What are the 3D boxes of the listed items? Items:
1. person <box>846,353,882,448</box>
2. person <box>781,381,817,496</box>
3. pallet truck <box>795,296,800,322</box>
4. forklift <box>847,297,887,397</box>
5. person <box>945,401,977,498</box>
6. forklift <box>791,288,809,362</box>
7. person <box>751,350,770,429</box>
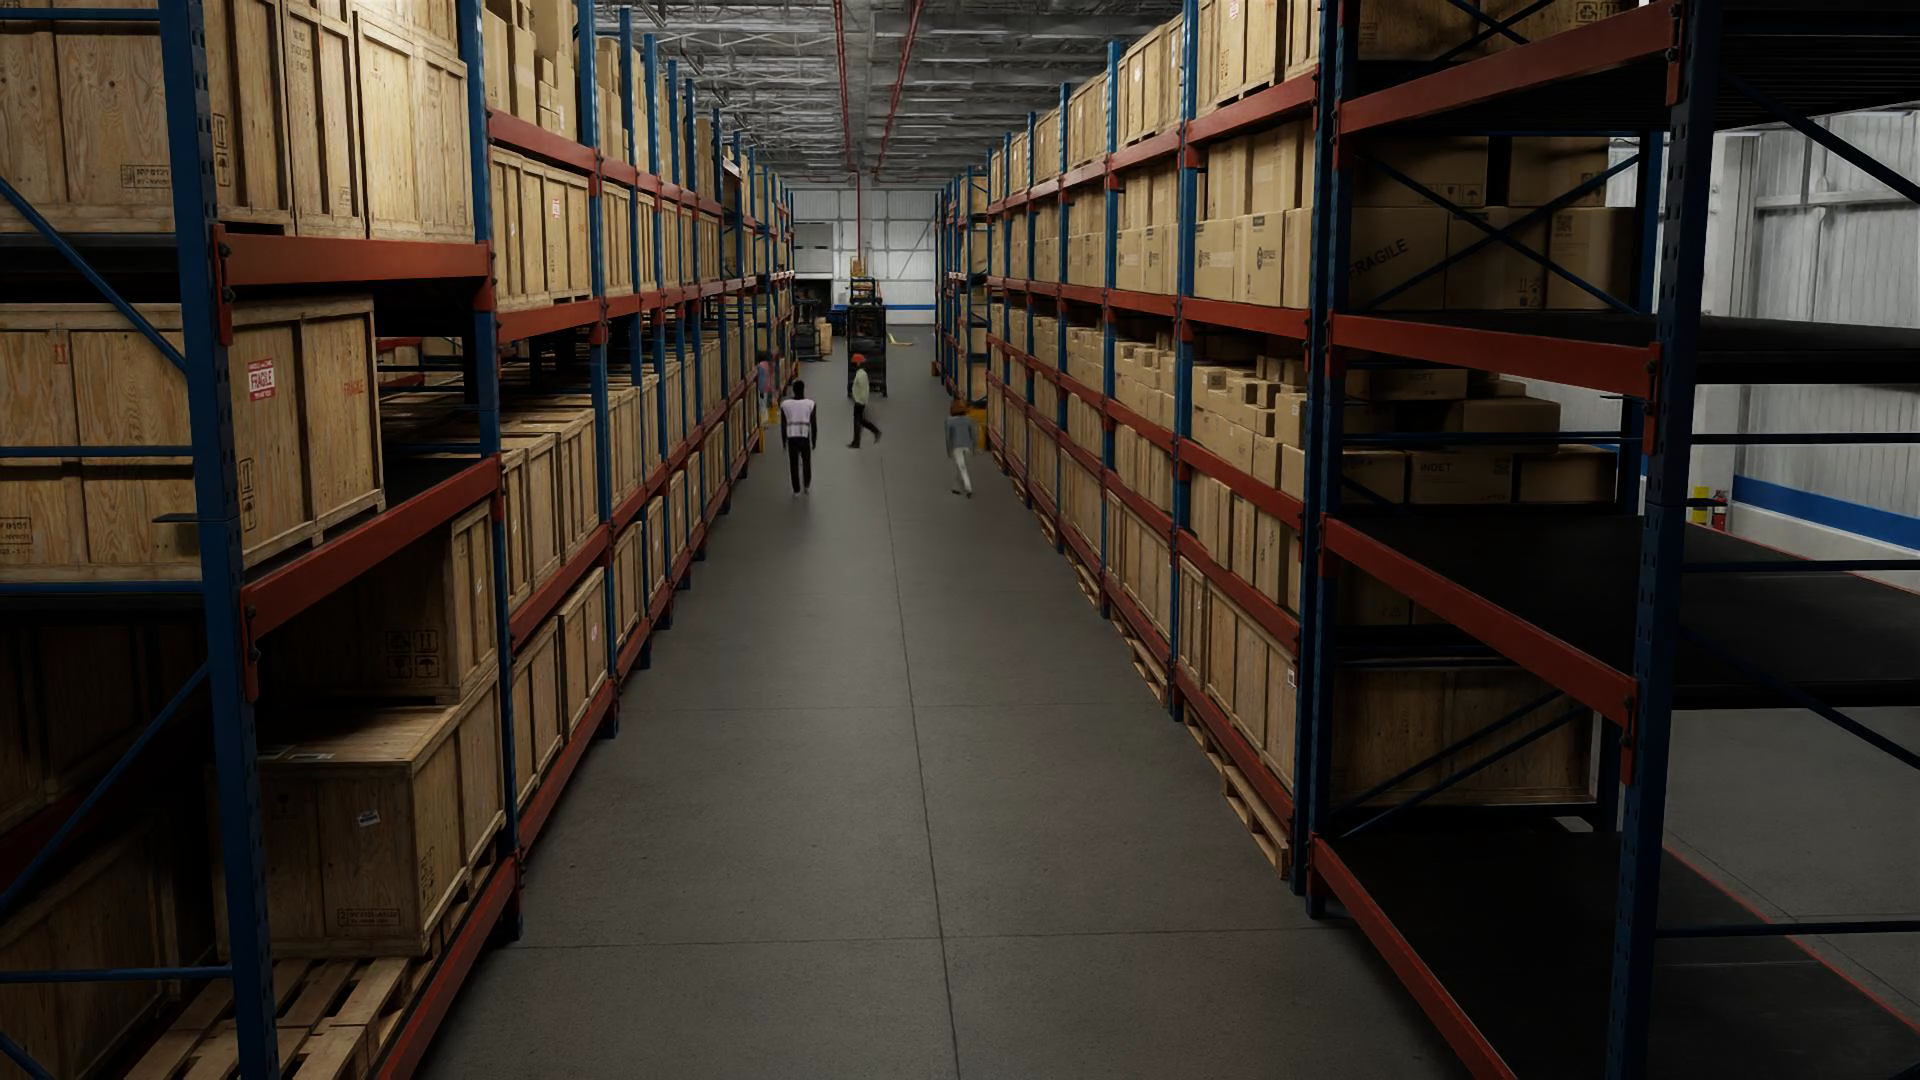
[{"bbox_3d":[-2.005,-2.879,34.358,0.672,1.980,0.627,0,10,-1],"label":"person"},{"bbox_3d":[-2.669,-1.695,27.587,0.598,1.879,0.985,-1,10,-4],"label":"person"},{"bbox_3d":[-8.622,-12.439,91.403,1.885,1.965,0.823,2,10,13],"label":"pallet truck"},{"bbox_3d":[-2.673,-5.547,47.601,1.129,2.768,1.873,-1,10,-3],"label":"forklift"},{"bbox_3d":[0.047,-1.476,27.179,0.496,1.576,0.853,-4,10,-24],"label":"person"},{"bbox_3d":[-6.247,-8.265,63.835,1.129,2.768,1.873,-6,11,-34],"label":"forklift"},{"bbox_3d":[-4.610,-3.426,38.086,0.504,1.826,0.630,2,10,12],"label":"person"}]
